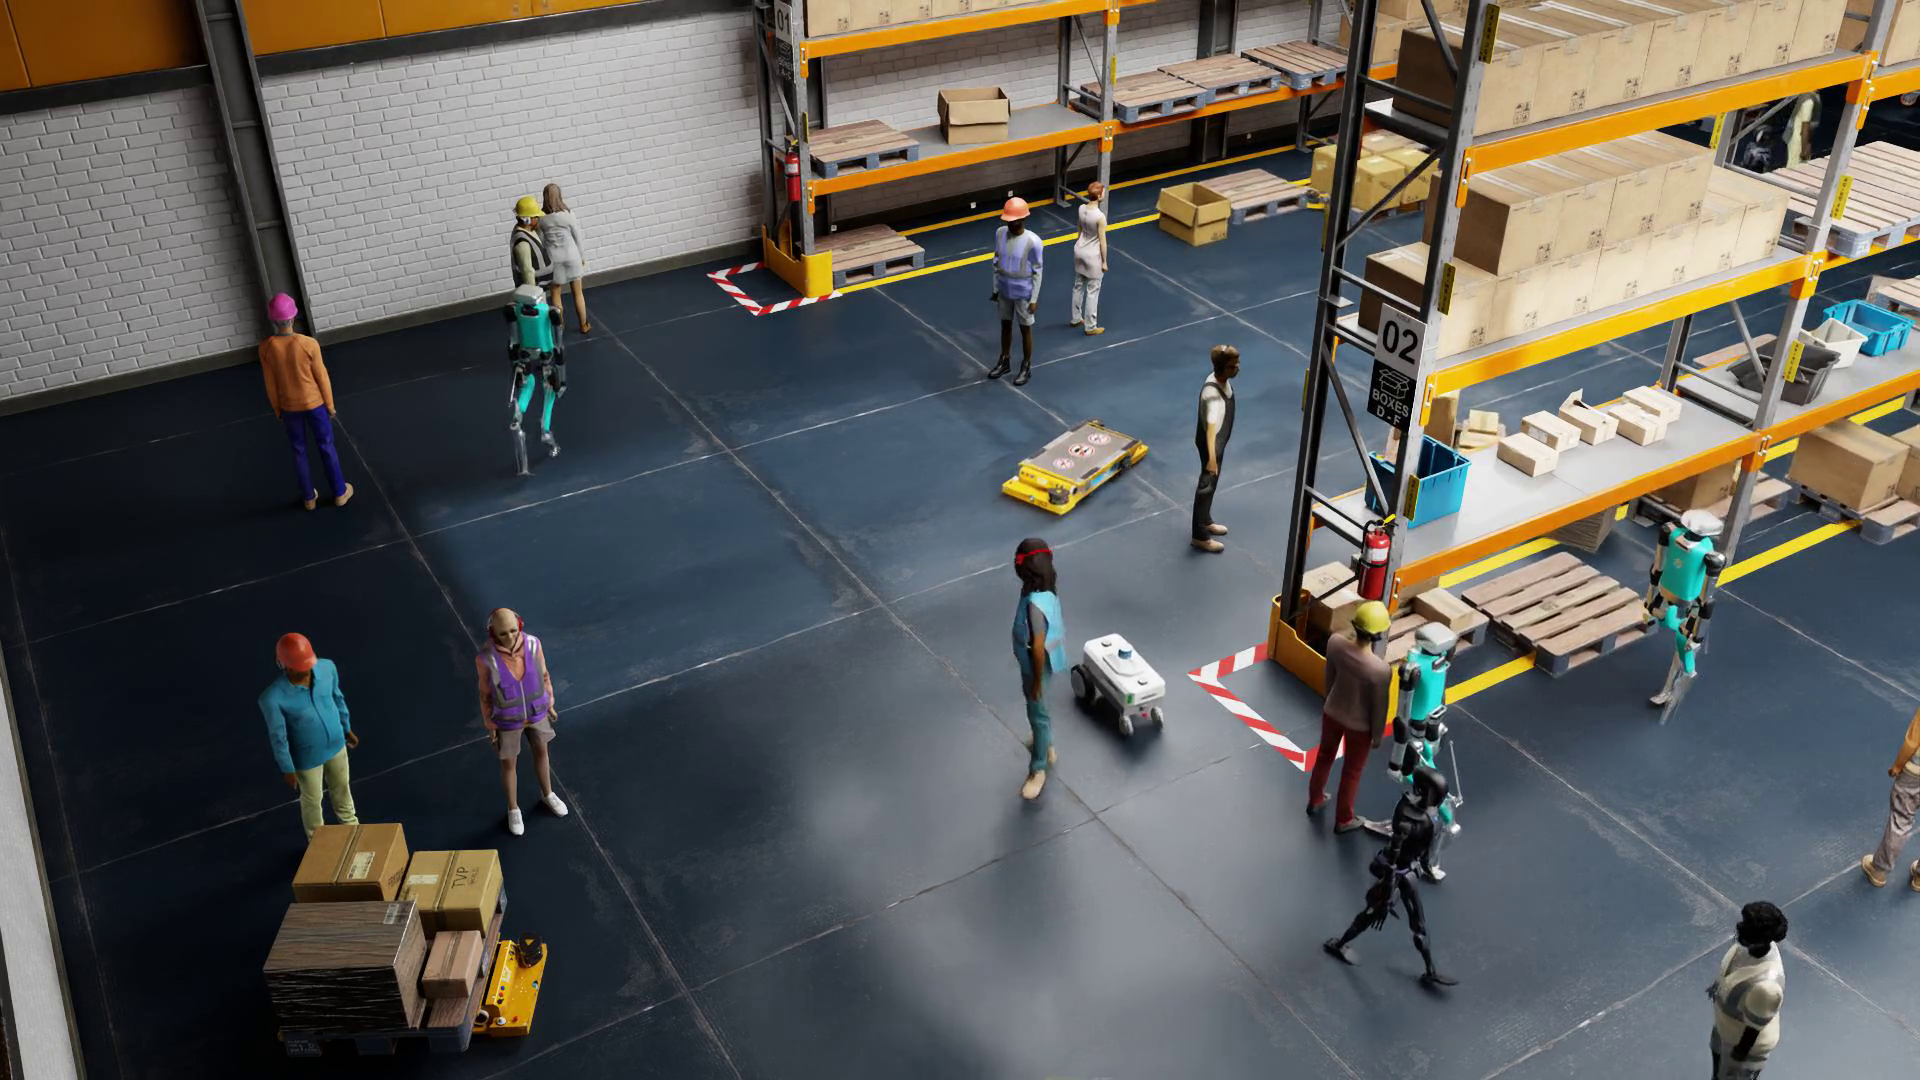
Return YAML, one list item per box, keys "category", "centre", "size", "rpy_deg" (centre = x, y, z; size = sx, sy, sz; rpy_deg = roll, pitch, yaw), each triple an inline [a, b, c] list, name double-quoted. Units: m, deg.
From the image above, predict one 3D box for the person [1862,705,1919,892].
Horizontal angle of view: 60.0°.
- category: "person"
  centre: [6.062, 1.441, 10.369]
  size: [0.465, 1.771, 0.332]
  rpy_deg: [9, 33, 14]

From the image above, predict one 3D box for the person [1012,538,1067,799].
- category: "person"
  centre: [0.532, 0.867, 11.227]
  size: [0.379, 1.846, 0.676]
  rpy_deg: [2, 32, 3]

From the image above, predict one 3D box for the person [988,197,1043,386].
- category: "person"
  centre: [0.542, -2.461, 16.439]
  size: [0.542, 1.939, 0.360]
  rpy_deg: [20, 37, 29]

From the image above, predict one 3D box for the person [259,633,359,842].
- category: "person"
  centre: [-4.082, 1.316, 10.588]
  size: [0.335, 1.747, 0.574]
  rpy_deg: [17, 36, 26]

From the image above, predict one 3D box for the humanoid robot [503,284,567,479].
- category: "humanoid robot"
  centre: [-3.854, -1.317, 14.852]
  size: [0.531, 1.784, 0.999]
  rpy_deg: [5, 32, 7]

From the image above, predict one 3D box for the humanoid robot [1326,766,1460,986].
- category: "humanoid robot"
  centre: [2.594, 1.961, 9.672]
  size: [0.808, 1.617, 0.607]
  rpy_deg: [24, 39, 33]

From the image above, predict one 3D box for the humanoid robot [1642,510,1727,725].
- category: "humanoid robot"
  centre: [5.240, 0.554, 11.888]
  size: [0.747, 1.857, 0.539]
  rpy_deg: [-15, 35, -23]

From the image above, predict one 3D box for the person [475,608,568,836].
- category: "person"
  centre: [-2.886, 1.157, 10.897]
  size: [0.478, 1.693, 0.348]
  rpy_deg: [-20, 37, -29]

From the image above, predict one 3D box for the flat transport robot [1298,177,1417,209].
- category: "flat transport robot"
  centre: [5.067, -4.399, 21.099]
  size: [1.431, 0.231, 0.659]
  rpy_deg: [0, 32, 0]

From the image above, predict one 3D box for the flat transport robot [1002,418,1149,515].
- category: "flat transport robot"
  centre: [1.068, -0.688, 15.180]
  size: [0.659, 0.231, 1.431]
  rpy_deg: [22, 38, 31]

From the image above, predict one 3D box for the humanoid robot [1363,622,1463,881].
- category: "humanoid robot"
  centre: [3.041, 1.392, 10.502]
  size: [0.892, 1.775, 0.573]
  rpy_deg: [28, 41, 37]

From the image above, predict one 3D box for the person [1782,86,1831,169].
- category: "person"
  centre: [10.285, -4.916, 20.465]
  size: [0.716, 1.819, 0.571]
  rpy_deg: [20, 37, 29]

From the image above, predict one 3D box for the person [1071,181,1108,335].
- category: "person"
  centre: [1.377, -2.974, 17.524]
  size: [0.283, 1.650, 0.432]
  rpy_deg: [-23, 39, -32]

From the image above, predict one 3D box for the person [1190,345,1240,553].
- category: "person"
  centre: [2.126, -0.779, 13.843]
  size: [0.333, 1.844, 0.516]
  rpy_deg: [8, 33, 13]

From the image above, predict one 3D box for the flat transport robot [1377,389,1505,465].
- category: "flat transport robot"
  centre: [4.420, -0.534, 14.935]
  size: [1.431, 0.231, 0.659]
  rpy_deg: [9, 33, 14]

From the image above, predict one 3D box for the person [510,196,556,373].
- category: "person"
  centre: [-4.274, -2.573, 16.733]
  size: [0.403, 1.821, 0.595]
  rpy_deg: [-5, 32, -7]

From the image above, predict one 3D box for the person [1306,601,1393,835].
- category: "person"
  centre: [2.567, 1.147, 10.852]
  size: [0.331, 1.764, 0.525]
  rpy_deg: [-23, 39, -32]

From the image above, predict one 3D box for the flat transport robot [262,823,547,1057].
- category: "flat transport robot"
  centre: [-3.229, 2.651, 9.855]
  size: [1.431, 0.231, 0.659]
  rpy_deg: [-1, 32, -2]

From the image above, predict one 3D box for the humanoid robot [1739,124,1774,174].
- category: "humanoid robot"
  centre: [9.017, -3.983, 19.125]
  size: [0.646, 1.634, 0.593]
  rpy_deg: [-2, 32, -4]

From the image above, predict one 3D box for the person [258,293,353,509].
- category: "person"
  centre: [-5.677, -1.189, 14.369]
  size: [0.516, 1.983, 0.383]
  rpy_deg: [-6, 33, -10]

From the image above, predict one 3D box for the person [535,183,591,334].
- category: "person"
  centre: [-4.183, -2.943, 17.466]
  size: [0.484, 1.659, 0.338]
  rpy_deg: [-6, 33, -10]

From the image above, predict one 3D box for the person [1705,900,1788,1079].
- category: "person"
  centre: [4.101, 2.538, 8.697]
  size: [0.404, 1.691, 0.608]
  rpy_deg: [6, 33, 9]

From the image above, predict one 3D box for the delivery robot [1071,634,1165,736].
- category: "delivery robot"
  centre: [1.189, 1.013, 12.191]
  size: [0.499, 0.586, 0.773]
  rpy_deg: [-14, 35, -21]
